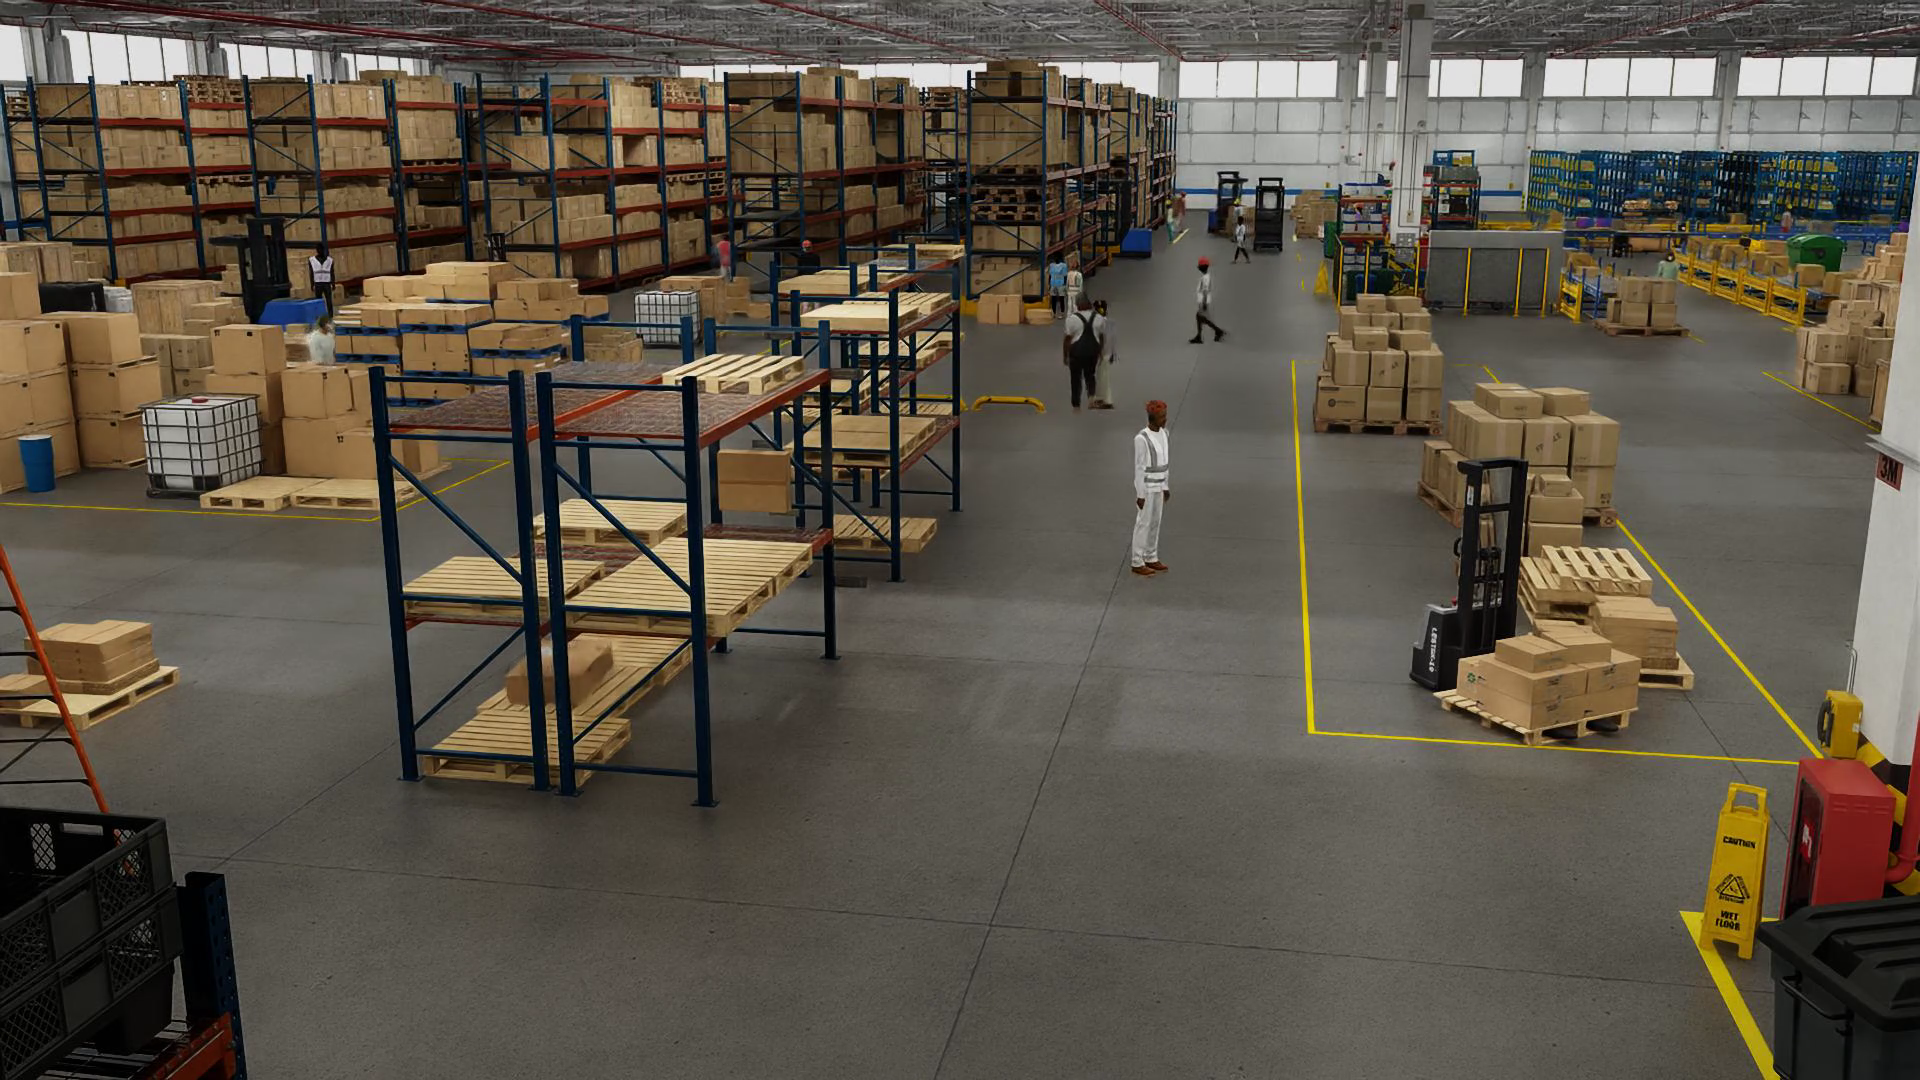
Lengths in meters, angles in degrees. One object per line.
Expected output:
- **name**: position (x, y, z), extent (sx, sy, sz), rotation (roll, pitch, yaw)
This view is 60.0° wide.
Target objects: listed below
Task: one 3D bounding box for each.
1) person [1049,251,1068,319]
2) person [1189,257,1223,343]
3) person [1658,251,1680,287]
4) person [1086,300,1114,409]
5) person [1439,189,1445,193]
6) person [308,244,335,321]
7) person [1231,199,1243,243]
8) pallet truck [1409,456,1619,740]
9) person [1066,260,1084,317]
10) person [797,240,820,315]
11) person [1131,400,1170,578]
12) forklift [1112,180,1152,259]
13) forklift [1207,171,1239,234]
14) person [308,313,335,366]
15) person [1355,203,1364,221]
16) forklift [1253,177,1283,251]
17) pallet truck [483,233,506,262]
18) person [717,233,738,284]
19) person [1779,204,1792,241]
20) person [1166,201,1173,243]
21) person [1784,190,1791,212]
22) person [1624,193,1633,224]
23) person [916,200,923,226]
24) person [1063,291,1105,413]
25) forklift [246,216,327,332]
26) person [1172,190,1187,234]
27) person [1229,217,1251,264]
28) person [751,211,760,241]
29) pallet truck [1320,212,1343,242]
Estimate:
- **person**: position (2.429, -6.342, 41.387), extent (0.538, 1.695, 0.319), rotation (10, 17, 36)
- **person**: position (5.420, -5.262, 36.551), extent (0.656, 1.917, 0.555), rotation (1, 14, 2)
- **person**: position (18.147, -6.596, 42.602), extent (0.502, 1.614, 0.491), rotation (2, 14, 9)
- **person**: position (2.320, -3.119, 28.003), extent (0.641, 1.840, 0.542), rotation (5, 15, 18)
- **person**: position (23.525, -16.251, 81.335), extent (0.403, 1.835, 0.586), rotation (7, 16, 27)
- **person**: position (-15.609, -6.289, 40.741), extent (0.587, 1.911, 0.397), rotation (-7, 16, -27)
- **person**: position (11.604, -13.376, 69.701), extent (0.403, 1.823, 0.589), rotation (-8, 16, -30)
- **pallet truck**: position (4.504, 0.400, 13.395), extent (0.823, 1.965, 1.885), rotation (-6, 15, -23)
- **person**: position (2.697, -5.730, 39.021), extent (0.308, 1.639, 0.524), rotation (-11, 18, -38)
- **person**: position (-3.733, -6.391, 41.010), extent (0.614, 1.986, 0.403), rotation (-6, 15, -22)
- **person**: position (2.012, -0.543, 17.486), extent (0.350, 1.878, 0.568), rotation (10, 17, 34)
- **forklift**: position (6.082, -11.722, 60.796), extent (1.873, 2.768, 1.129), rotation (2, 14, 9)
- **forklift**: position (11.967, -15.116, 74.573), extent (1.129, 2.768, 1.873), rotation (-4, 14, -15)
- **person**: position (-9.645, -2.515, 25.454), extent (1.023, 1.882, 0.638), rotation (3, 14, 10)
- **person**: position (15.169, -11.868, 63.327), extent (0.357, 1.937, 0.551), rotation (1, 14, 3)
- **forklift**: position (12.083, -12.747, 64.956), extent (1.129, 2.768, 1.873), rotation (3, 14, 10)
- **pallet truck**: position (-11.832, -7.026, 43.548), extent (1.885, 1.965, 0.823), rotation (8, 16, 28)
- **person**: position (-6.540, -7.762, 46.955), extent (0.641, 1.791, 0.960), rotation (3, 14, 11)
- **person**: position (32.775, -12.421, 65.933), extent (0.330, 1.765, 0.533), rotation (-2, 14, -7)
- **person**: position (8.701, -13.235, 69.271), extent (0.372, 1.753, 0.517), rotation (5, 15, 19)
- **person**: position (40.108, -16.059, 80.531), extent (0.389, 1.845, 0.564), rotation (1, 14, 2)
- **person**: position (29.233, -14.170, 72.681), extent (0.633, 1.934, 0.620), rotation (9, 16, 32)
- **person**: position (-2.005, -16.499, 82.130), extent (0.553, 1.935, 0.361), rotation (-4, 14, -16)
- **person**: position (2.035, -3.133, 27.651), extent (0.708, 2.000, 0.538), rotation (-3, 14, -13)
- **forklift**: position (-14.596, -5.448, 35.324), extent (1.873, 2.768, 1.129), rotation (3, 14, 10)
- **person**: position (9.980, -14.971, 75.921), extent (0.813, 1.956, 0.636), rotation (-7, 15, -25)
- **person**: position (9.928, -10.561, 58.597), extent (0.860, 1.660, 0.537), rotation (-4, 14, -14)
- **person**: position (-8.596, -13.380, 70.092), extent (0.498, 1.634, 0.279), rotation (12, 18, 40)
- **pallet truck**: position (15.874, -13.227, 70.310), extent (0.680, 1.201, 1.601), rotation (10, 17, 35)
